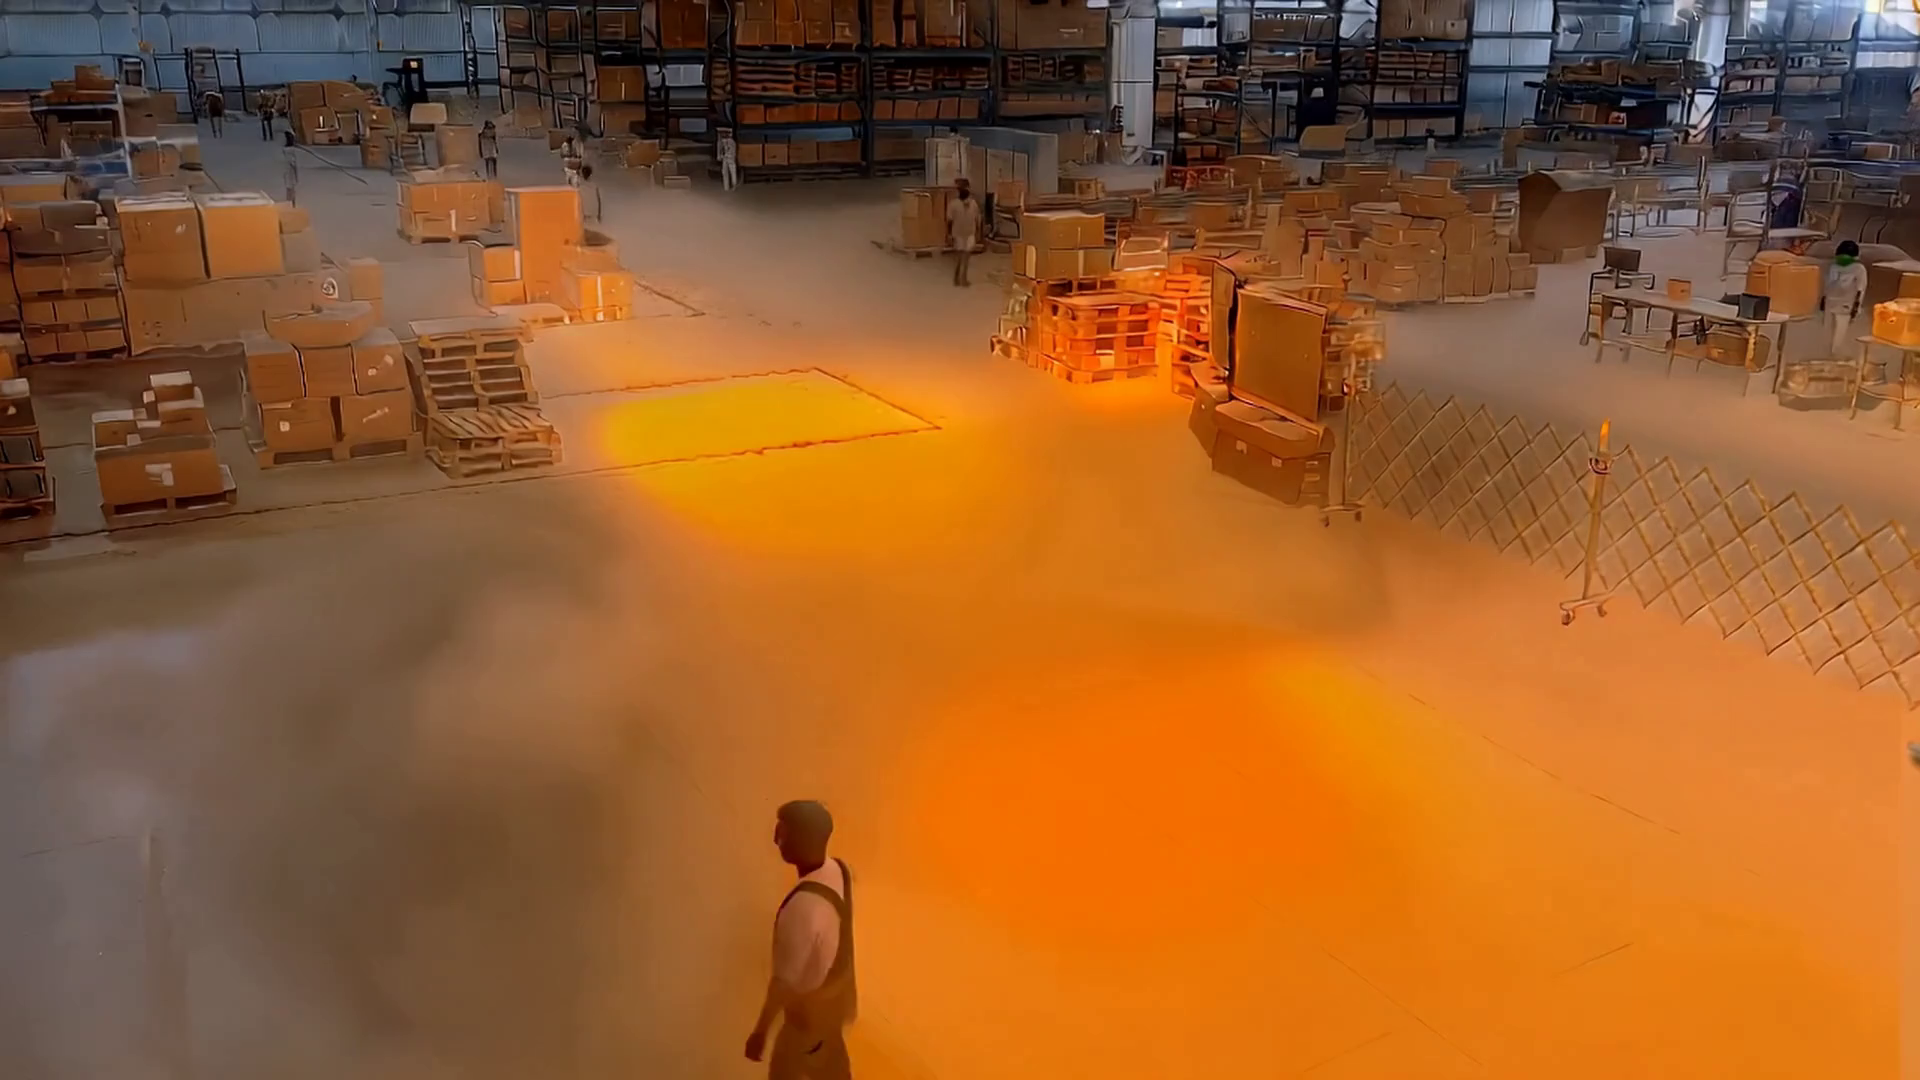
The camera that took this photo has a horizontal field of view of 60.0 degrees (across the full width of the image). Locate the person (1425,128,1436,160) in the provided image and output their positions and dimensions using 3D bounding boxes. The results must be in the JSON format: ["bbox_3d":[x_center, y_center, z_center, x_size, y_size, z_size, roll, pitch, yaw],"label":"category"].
[{"bbox_3d":[12.697,-10.297,44.947,0.289,1.633,0.498,3,18,10],"label":"person"}]

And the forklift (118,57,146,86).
[{"bbox_3d":[-33.164,-17.981,66.893,1.129,2.768,1.873,-9,20,-26],"label":"forklift"}]

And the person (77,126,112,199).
[{"bbox_3d":[-21.904,-9.506,42.065,0.974,1.911,0.634,-9,20,-25],"label":"person"}]

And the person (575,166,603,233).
[{"bbox_3d":[-7.102,-6.255,32.000,0.527,1.852,0.624,-8,19,-23],"label":"person"}]

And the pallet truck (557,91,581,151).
[{"bbox_3d":[-13.495,-14.412,57.188,0.823,1.965,1.885,-3,18,-9],"label":"pallet truck"}]

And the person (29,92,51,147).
[{"bbox_3d":[-32.571,-14.914,58.931,0.637,1.903,0.996,-9,20,-26],"label":"person"}]

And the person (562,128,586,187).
[{"bbox_3d":[-9.463,-9.131,40.819,0.551,1.936,0.359,-3,18,-9],"label":"person"}]

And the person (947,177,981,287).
[{"bbox_3d":[0.077,-5.386,29.184,0.556,1.919,0.527,-8,19,-23],"label":"person"}]

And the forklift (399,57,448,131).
[{"bbox_3d":[-21.553,-17.740,66.141,1.873,2.768,1.129,6,19,17],"label":"forklift"}]

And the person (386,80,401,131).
[{"bbox_3d":[-22.449,-17.236,65.995,0.379,1.996,0.611,15,23,39],"label":"person"}]

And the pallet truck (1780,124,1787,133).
[{"bbox_3d":[25.206,-12.542,52.601,1.601,1.201,0.680,0,18,-2],"label":"pallet truck"}]

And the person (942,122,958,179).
[{"bbox_3d":[-0.298,-11.116,47.551,0.783,1.606,0.529,-9,20,-25],"label":"person"}]

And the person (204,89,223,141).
[{"bbox_3d":[-27.610,-15.723,61.530,0.429,1.839,0.634,14,23,38],"label":"person"}]

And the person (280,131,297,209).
[{"bbox_3d":[-15.911,-8.713,39.495,0.383,1.957,0.606,-13,22,-34],"label":"person"}]

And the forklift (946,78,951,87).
[{"bbox_3d":[-0.506,-13.373,52.526,1.873,2.768,1.129,-9,20,-26],"label":"forklift"}]

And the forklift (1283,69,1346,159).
[{"bbox_3d":[11.615,-13.871,54.079,1.129,2.768,1.873,-9,20,-27],"label":"forklift"}]

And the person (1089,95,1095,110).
[{"bbox_3d":[4.869,-16.610,63.997,0.630,2.026,0.486,-3,18,-10],"label":"person"}]

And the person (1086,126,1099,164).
[{"bbox_3d":[3.535,-9.980,43.747,0.525,1.769,0.310,15,23,39],"label":"person"}]

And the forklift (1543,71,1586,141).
[{"bbox_3d":[18.685,-13.231,52.085,1.873,2.768,1.129,-9,20,-26],"label":"forklift"}]

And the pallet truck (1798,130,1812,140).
[{"bbox_3d":[25.526,-11.556,49.408,1.630,1.274,0.653,-9,20,-26],"label":"pallet truck"}]

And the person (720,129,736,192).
[{"bbox_3d":[-6.199,-10.131,44.414,0.312,1.642,0.512,15,23,38],"label":"person"}]

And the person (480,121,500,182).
[{"bbox_3d":[-13.291,-10.980,46.990,0.322,1.691,0.533,15,23,39],"label":"person"}]

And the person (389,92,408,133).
[{"bbox_3d":[-19.658,-14.717,58.286,0.594,1.911,0.386,-6,19,-18],"label":"person"}]

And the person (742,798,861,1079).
[{"bbox_3d":[-0.574,1.880,6.718,0.959,1.806,0.511,4,18,13],"label":"person"}]

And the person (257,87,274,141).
[{"bbox_3d":[-25.560,-15.670,61.211,0.547,1.934,0.376,-1,18,-3],"label":"person"}]

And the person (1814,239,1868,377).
[{"bbox_3d":[11.676,-3.076,22.110,0.404,1.835,0.592,-7,19,-20],"label":"person"}]
